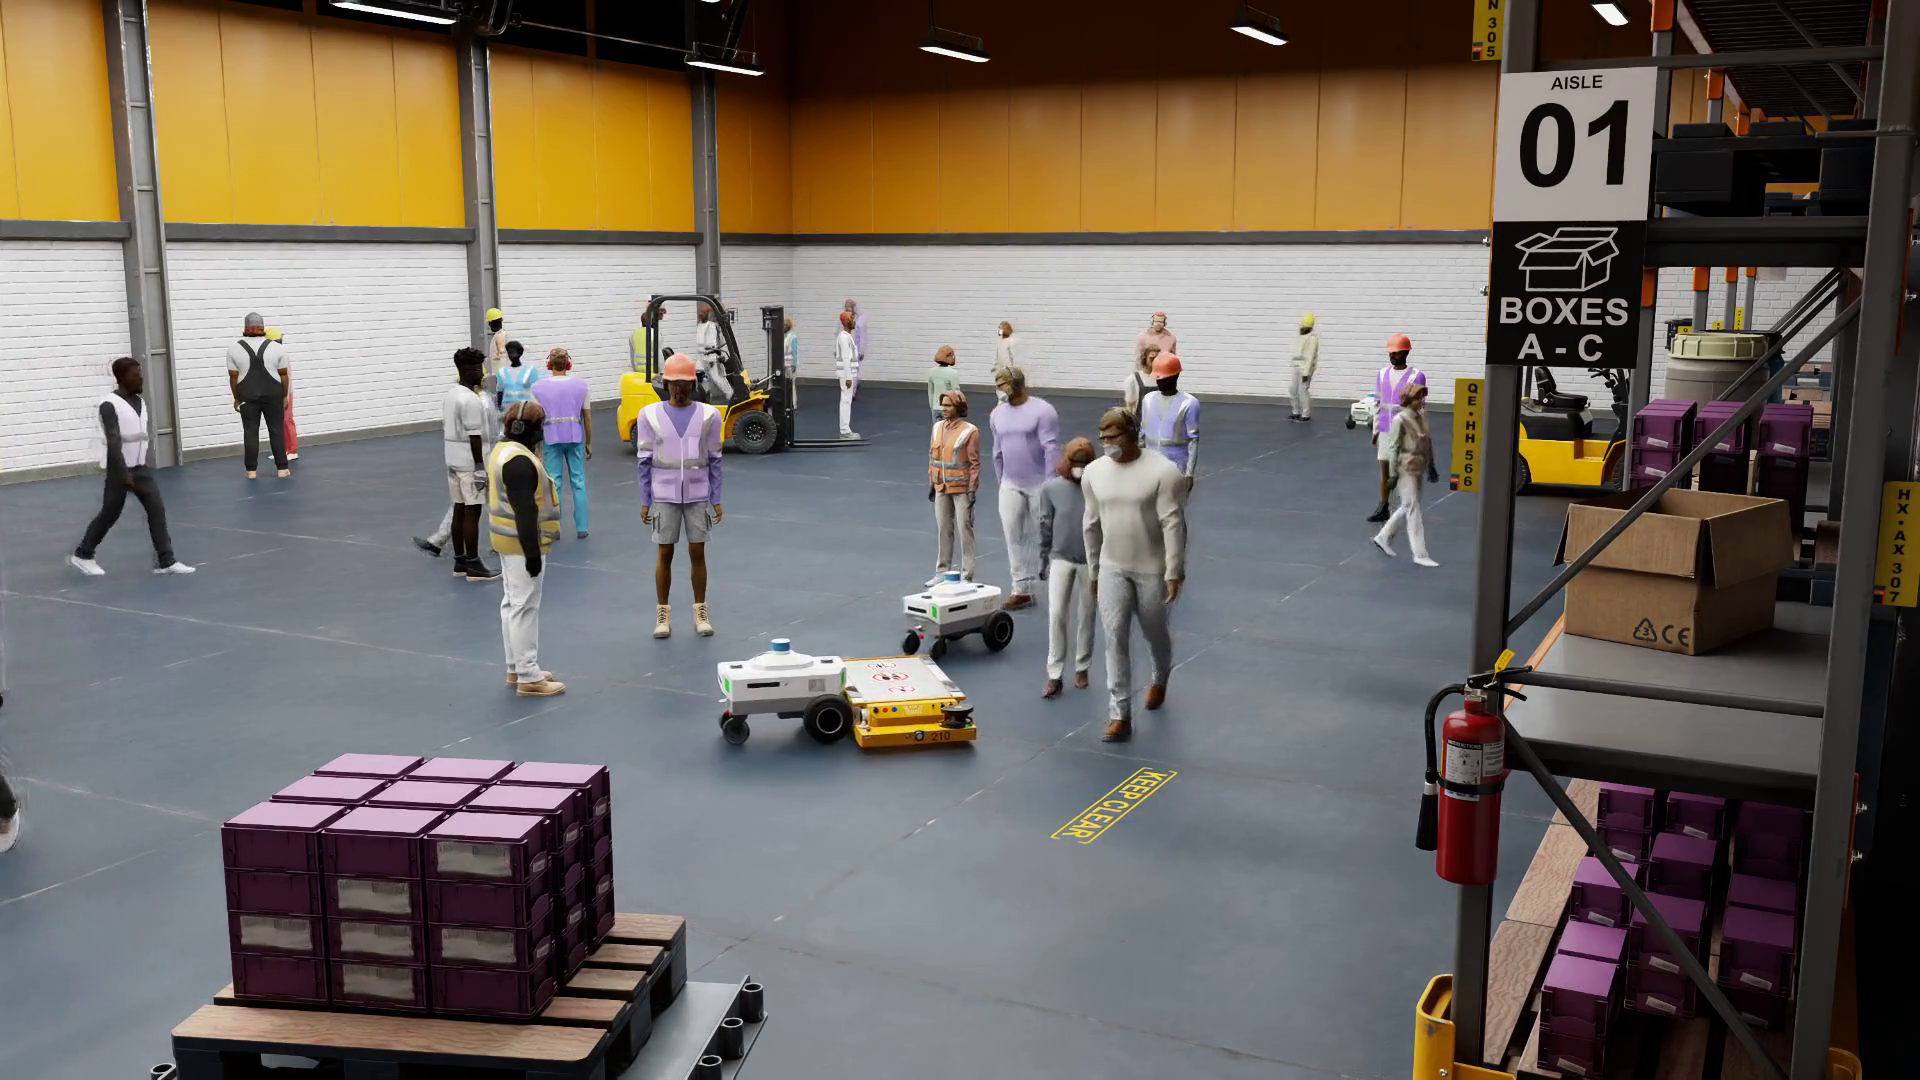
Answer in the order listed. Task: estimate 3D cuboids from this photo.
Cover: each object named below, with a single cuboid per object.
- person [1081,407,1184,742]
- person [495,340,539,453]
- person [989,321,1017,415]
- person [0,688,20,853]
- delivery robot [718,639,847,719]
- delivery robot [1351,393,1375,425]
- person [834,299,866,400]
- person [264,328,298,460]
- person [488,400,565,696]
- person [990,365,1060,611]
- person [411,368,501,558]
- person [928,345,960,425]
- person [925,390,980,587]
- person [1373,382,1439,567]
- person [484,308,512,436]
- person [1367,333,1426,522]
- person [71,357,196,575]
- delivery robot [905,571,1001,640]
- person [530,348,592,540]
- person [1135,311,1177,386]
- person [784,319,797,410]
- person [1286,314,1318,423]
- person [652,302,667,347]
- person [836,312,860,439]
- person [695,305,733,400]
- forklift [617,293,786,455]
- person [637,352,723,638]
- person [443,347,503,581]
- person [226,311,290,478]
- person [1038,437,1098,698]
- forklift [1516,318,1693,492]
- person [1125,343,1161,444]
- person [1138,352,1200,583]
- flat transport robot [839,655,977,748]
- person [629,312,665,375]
[{"bbox_3d":[1.018,0.155,9.638,0.652,1.887,0.952,4,11,23],"label":"person"},{"bbox_3d":[-5.391,-1.589,20.273,0.550,1.686,0.362,1,10,4],"label":"person"},{"bbox_3d":[0.836,-2.935,28.338,0.798,1.600,0.500,-5,11,-28],"label":"person"},{"bbox_3d":[-4.427,0.570,7.167,0.597,1.902,0.831,-1,10,-4],"label":"person"},{"bbox_3d":[-1.013,0.804,9.445,0.707,0.478,0.477,-2,10,-13],"label":"delivery robot"},{"bbox_3d":[6.400,-2.047,25.931,0.477,0.478,0.707,8,12,40],"label":"delivery robot"},{"bbox_3d":[-2.050,-3.540,30.973,0.675,1.893,0.443,6,11,30],"label":"person"},{"bbox_3d":[-9.022,-1.924,22.037,0.335,1.759,0.523,-9,13,-42],"label":"person"},{"bbox_3d":[-2.710,0.048,10.392,0.430,1.839,0.619,-4,11,-23],"label":"person"},{"bbox_3d":[0.545,-0.441,13.076,0.662,1.885,0.938,6,11,30],"label":"person"},{"bbox_3d":[-4.438,-0.711,14.943,0.943,1.774,0.613,-1,10,-7],"label":"person"},{"bbox_3d":[-0.176,-1.555,20.257,0.500,1.633,0.279,9,13,43],"label":"person"},{"bbox_3d":[-0.051,-0.406,13.579,0.514,1.642,0.310,8,13,40],"label":"person"},{"bbox_3d":[3.964,-0.596,14.769,0.701,1.620,0.534,9,13,42],"label":"person"},{"bbox_3d":[-6.935,-2.527,25.062,0.381,1.917,0.585,-3,10,-14],"label":"person"},{"bbox_3d":[4.423,-1.124,16.882,0.552,1.937,0.356,9,13,43],"label":"person"},{"bbox_3d":[-7.131,-0.621,14.151,0.974,1.884,0.582,1,10,6],"label":"person"},{"bbox_3d":[-0.048,0.458,11.451,0.477,0.478,0.707,9,14,43],"label":"delivery robot"},{"bbox_3d":[-3.801,-0.913,15.921,0.566,1.846,0.389,-4,11,-22],"label":"person"},{"bbox_3d":[2.869,-2.375,24.233,0.636,1.903,0.405,-3,10,-15],"label":"person"},{"bbox_3d":[-3.036,-3.026,28.833,0.538,1.595,0.733,6,12,32],"label":"person"},{"bbox_3d":[5.540,-2.757,26.819,0.419,1.768,0.667,-3,10,-15],"label":"person"},{"bbox_3d":[-4.992,-2.930,27.173,0.520,1.993,0.694,-3,10,-16],"label":"person"},{"bbox_3d":[-1.654,-2.421,24.545,0.344,1.882,0.584,-1,10,-5],"label":"person"},{"bbox_3d":[-4.422,-3.249,29.483,0.967,1.847,0.583,-8,13,-40],"label":"person"},{"bbox_3d":[-3.588,-2.317,23.042,2.313,2.155,1.214,-1,10,-5],"label":"forklift"},{"bbox_3d":[-1.991,-0.316,11.895,0.608,2.045,0.369,-2,10,-14],"label":"person"},{"bbox_3d":[-4.139,-0.641,14.007,0.370,1.963,0.608,-7,12,-36],"label":"person"},{"bbox_3d":[-8.570,-1.777,20.360,0.684,2.000,0.538,-4,10,-21],"label":"person"},{"bbox_3d":[0.720,0.172,10.318,0.504,1.607,0.679,1,10,8],"label":"person"},{"bbox_3d":[7.066,-1.601,18.899,2.313,2.155,1.214,5,11,27],"label":"forklift"},{"bbox_3d":[1.930,-1.083,16.925,0.534,1.837,0.455,-3,10,-17],"label":"person"},{"bbox_3d":[1.714,-0.599,13.870,0.542,1.928,0.374,6,12,32],"label":"person"},{"bbox_3d":[-0.386,0.922,9.857,0.652,0.197,1.431,-2,10,-13],"label":"flat transport robot"},{"bbox_3d":[-4.811,-2.611,25.784,0.619,1.840,0.430,6,11,30],"label":"person"}]
